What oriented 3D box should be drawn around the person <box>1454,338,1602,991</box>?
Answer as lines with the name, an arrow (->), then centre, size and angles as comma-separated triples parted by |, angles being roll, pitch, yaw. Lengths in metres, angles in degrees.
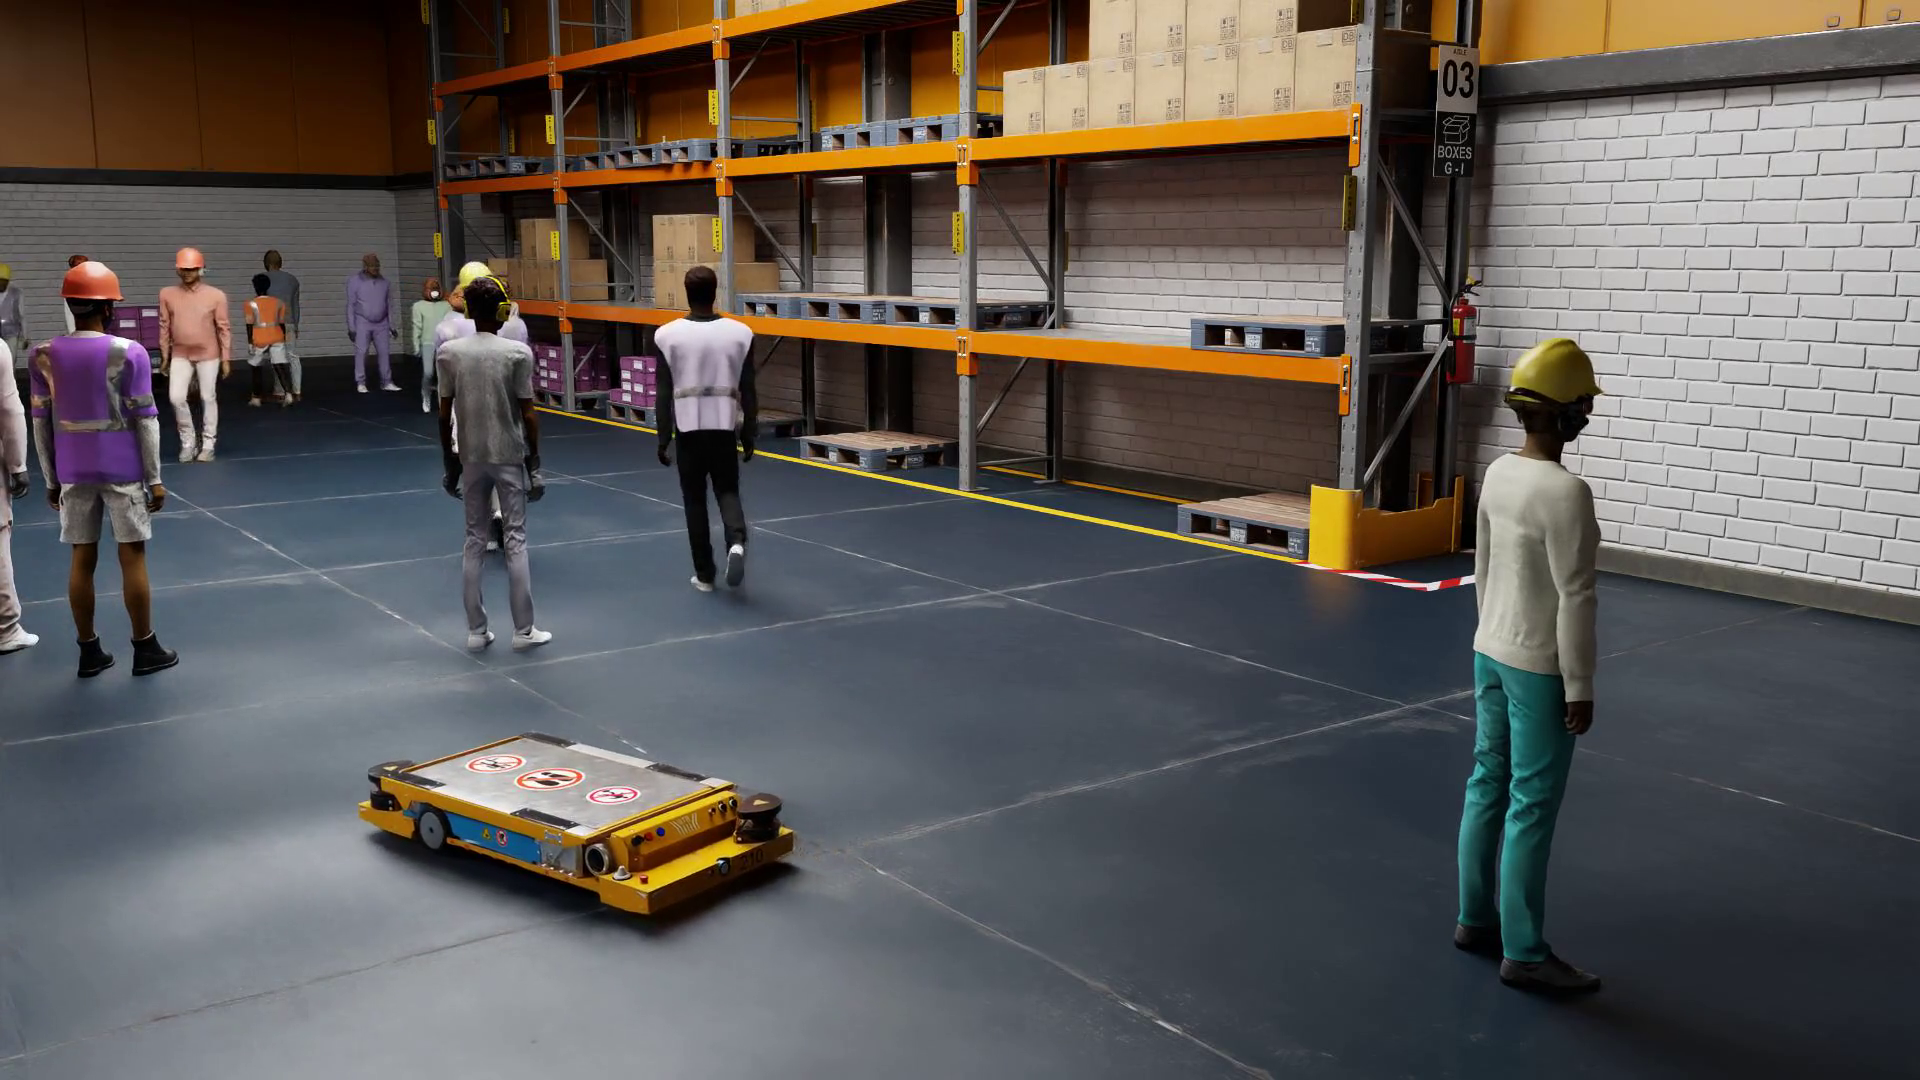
person -> 1.577, 0.338, 4.557 | 0.300, 1.772, 0.528 | -2, 10, -10

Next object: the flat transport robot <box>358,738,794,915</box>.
flat transport robot -> -1.310, 0.905, 5.578 | 1.431, 0.197, 0.652 | 7, 12, 35

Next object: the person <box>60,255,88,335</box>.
person -> -10.418, -2.436, 19.778 | 0.362, 1.883, 0.575 | 0, 10, 2

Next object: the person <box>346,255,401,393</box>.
person -> -8.015, -2.931, 22.665 | 0.694, 1.864, 0.526 | -9, 14, -43

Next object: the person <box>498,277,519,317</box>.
person -> -5.406, -2.280, 19.627 | 0.497, 1.629, 0.276 | -9, 14, -42

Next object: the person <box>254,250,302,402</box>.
person -> -8.697, -2.723, 21.226 | 0.376, 1.940, 0.629 | 6, 12, 28

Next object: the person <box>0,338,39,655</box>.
person -> -4.901, -0.372, 8.137 | 0.651, 1.911, 0.409 | -2, 10, -13

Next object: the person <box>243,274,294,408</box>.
person -> -8.526, -2.449, 20.480 | 0.539, 1.660, 0.837 | -10, 14, -43

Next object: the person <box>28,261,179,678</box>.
person -> -4.004, -0.322, 7.783 | 0.548, 1.936, 0.378 | -1, 10, -3

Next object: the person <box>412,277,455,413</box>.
person -> -6.183, -2.289, 19.672 | 0.523, 1.625, 0.346 | -7, 12, -36

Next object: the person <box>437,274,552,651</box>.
person -> -2.322, -0.373, 8.261 | 0.516, 1.871, 0.325 | 1, 10, 7

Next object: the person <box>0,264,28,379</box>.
person -> -12.030, -2.565, 20.850 | 0.600, 1.769, 0.966 | -5, 11, -25

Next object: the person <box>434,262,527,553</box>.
person -> -3.070, -0.839, 10.754 | 0.601, 1.903, 0.544 | -2, 10, -13

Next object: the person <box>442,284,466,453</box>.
person -> -4.806, -1.665, 16.158 | 0.285, 1.633, 0.498 | 4, 11, 21

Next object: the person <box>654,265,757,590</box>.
person -> -1.455, -0.624, 9.592 | 0.587, 1.904, 0.539 | -4, 11, -20

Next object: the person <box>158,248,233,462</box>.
person -> -7.047, -1.687, 15.308 | 0.655, 1.975, 0.567 | -2, 10, -10
